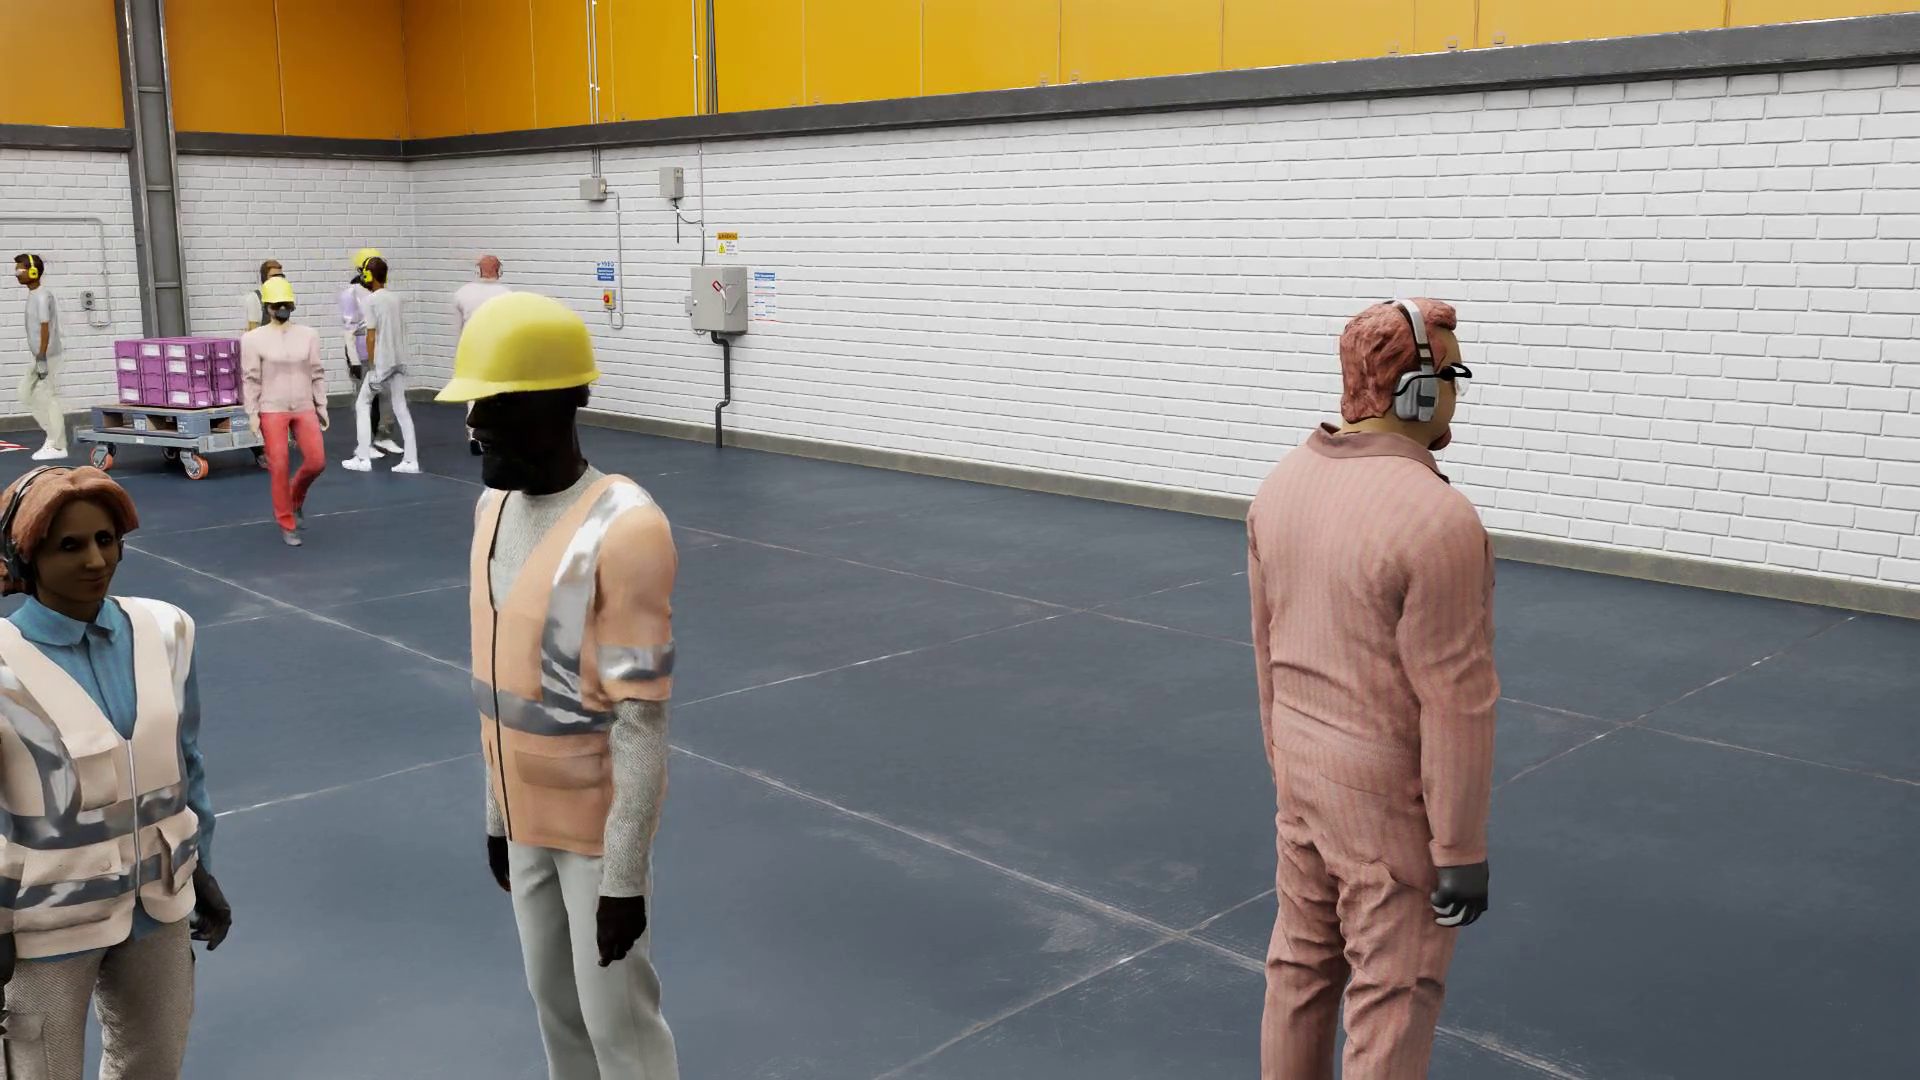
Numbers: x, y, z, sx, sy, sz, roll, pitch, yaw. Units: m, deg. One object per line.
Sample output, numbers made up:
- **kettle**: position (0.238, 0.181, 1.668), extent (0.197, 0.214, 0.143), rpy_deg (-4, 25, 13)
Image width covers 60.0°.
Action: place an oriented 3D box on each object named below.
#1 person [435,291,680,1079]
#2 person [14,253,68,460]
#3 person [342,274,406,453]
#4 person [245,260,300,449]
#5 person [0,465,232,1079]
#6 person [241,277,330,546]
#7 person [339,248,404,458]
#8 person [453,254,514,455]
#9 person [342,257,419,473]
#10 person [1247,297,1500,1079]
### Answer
- **person**: position (-0.741, 0.503, 3.125), extent (0.383, 1.925, 0.601), rpy_deg (-10, 14, -43)
- **person**: position (-8.311, -1.639, 14.971), extent (0.415, 1.858, 0.550), rpy_deg (-8, 13, -38)
- **person**: position (-5.412, -1.617, 15.356), extent (0.544, 1.666, 0.532), rpy_deg (-2, 11, -11)
- **person**: position (-6.595, -1.761, 15.840), extent (0.974, 1.806, 0.515), rpy_deg (7, 12, 33)
- **person**: position (-1.529, 0.679, 2.938), extent (0.310, 1.638, 0.522), rpy_deg (5, 11, 25)
- **person**: position (-4.428, -0.842, 10.907), extent (0.538, 1.754, 0.446), rpy_deg (-10, 14, -42)
- **person**: position (-5.304, -1.675, 15.031), extent (0.511, 1.901, 0.604), rpy_deg (5, 11, 24)
- **person**: position (-4.398, -1.740, 15.536), extent (0.635, 1.863, 0.993), rpy_deg (-1, 10, -5)
- **person**: position (-4.987, -1.482, 14.202), extent (0.866, 1.829, 0.535), rpy_deg (5, 12, 26)
- **person**: position (0.819, 0.491, 3.234), extent (0.407, 1.908, 0.641), rpy_deg (-4, 11, -22)
